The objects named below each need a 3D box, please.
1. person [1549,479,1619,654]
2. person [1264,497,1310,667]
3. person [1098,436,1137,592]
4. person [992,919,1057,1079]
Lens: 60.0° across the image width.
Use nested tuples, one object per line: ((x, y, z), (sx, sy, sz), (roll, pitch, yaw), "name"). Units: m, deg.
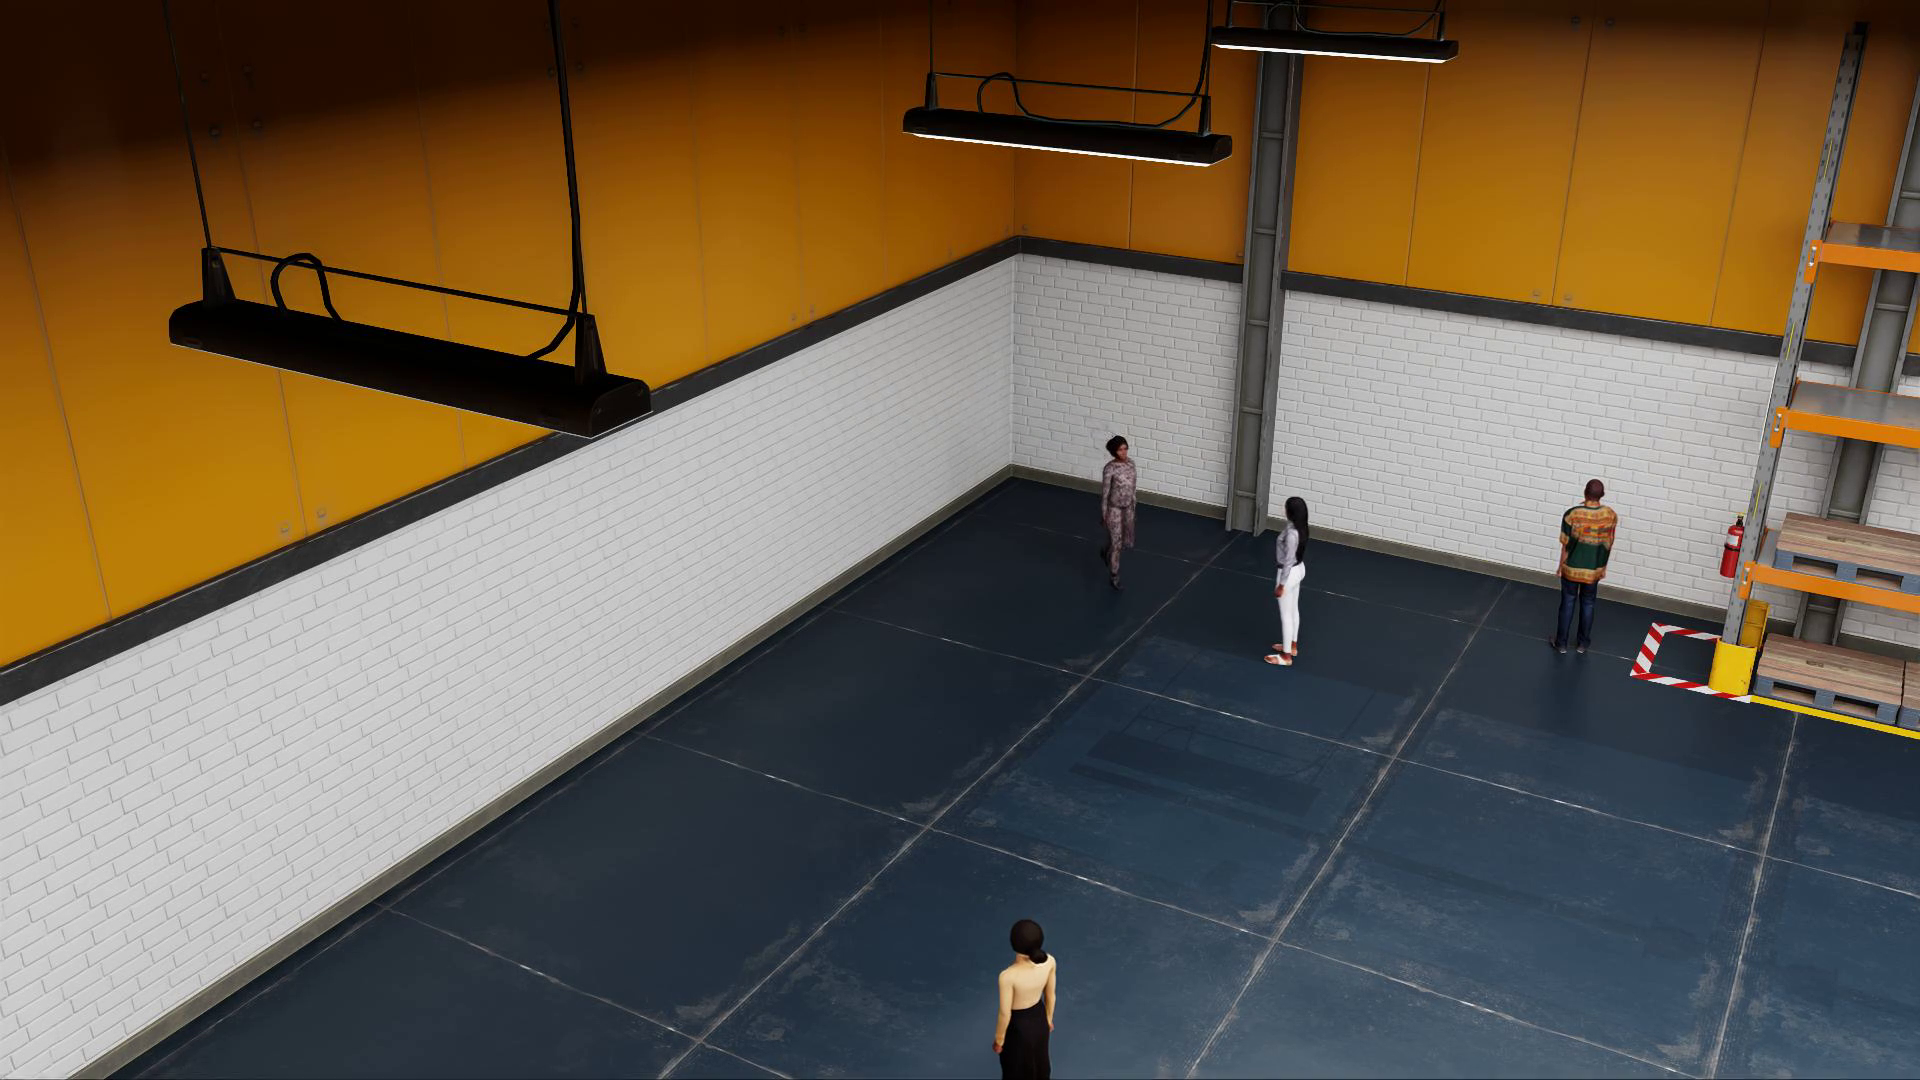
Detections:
((6.078, 0.251, 16.222), (0.754, 1.808, 0.865), (2, 24, 4), "person")
((3.184, 0.375, 16.046), (0.520, 1.724, 0.597), (12, 26, 25), "person")
((1.640, -0.312, 17.643), (0.782, 1.703, 0.888), (-12, 26, -26), "person")
((0.392, 3.003, 10.120), (0.665, 1.653, 0.676), (-15, 28, -30), "person")
